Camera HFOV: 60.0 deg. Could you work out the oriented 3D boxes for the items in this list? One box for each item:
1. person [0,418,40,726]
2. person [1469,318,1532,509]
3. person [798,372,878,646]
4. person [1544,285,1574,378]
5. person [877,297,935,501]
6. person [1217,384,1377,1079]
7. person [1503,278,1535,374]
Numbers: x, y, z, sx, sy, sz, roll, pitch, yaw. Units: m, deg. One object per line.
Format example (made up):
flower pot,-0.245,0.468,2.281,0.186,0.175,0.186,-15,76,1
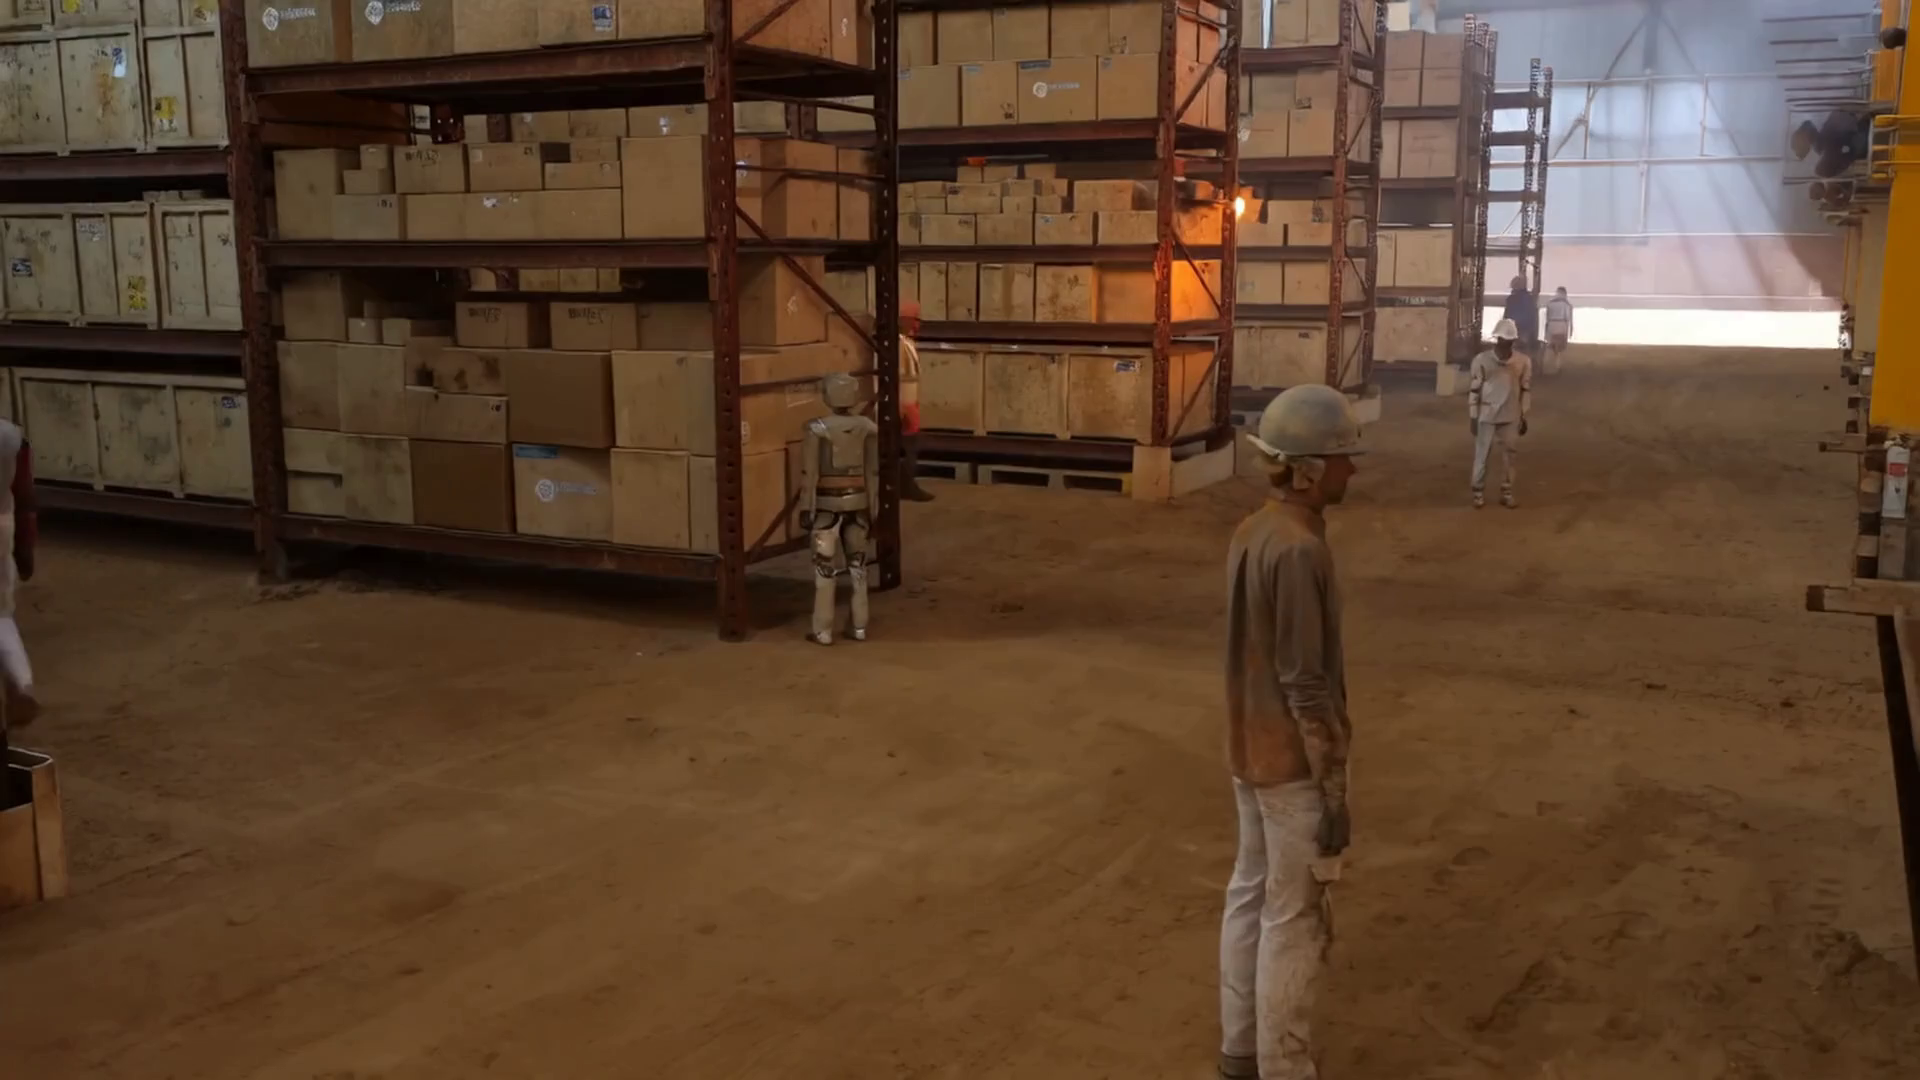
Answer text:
person,-4.750,0.064,7.928,0.465,1.824,0.631,7,12,37
person,4.926,-1.144,15.157,0.567,1.743,0.350,0,10,1
person,-0.713,-0.183,9.918,0.528,1.630,0.315,-6,12,-33
person,11.269,-3.913,31.247,0.521,1.714,0.600,6,12,33
person,-0.593,-1.323,15.671,0.688,1.922,0.547,3,10,15
person,0.887,0.582,4.436,0.376,1.995,0.612,-2,10,-10
person,10.604,-4.042,31.620,0.977,1.858,0.655,-8,13,-40
